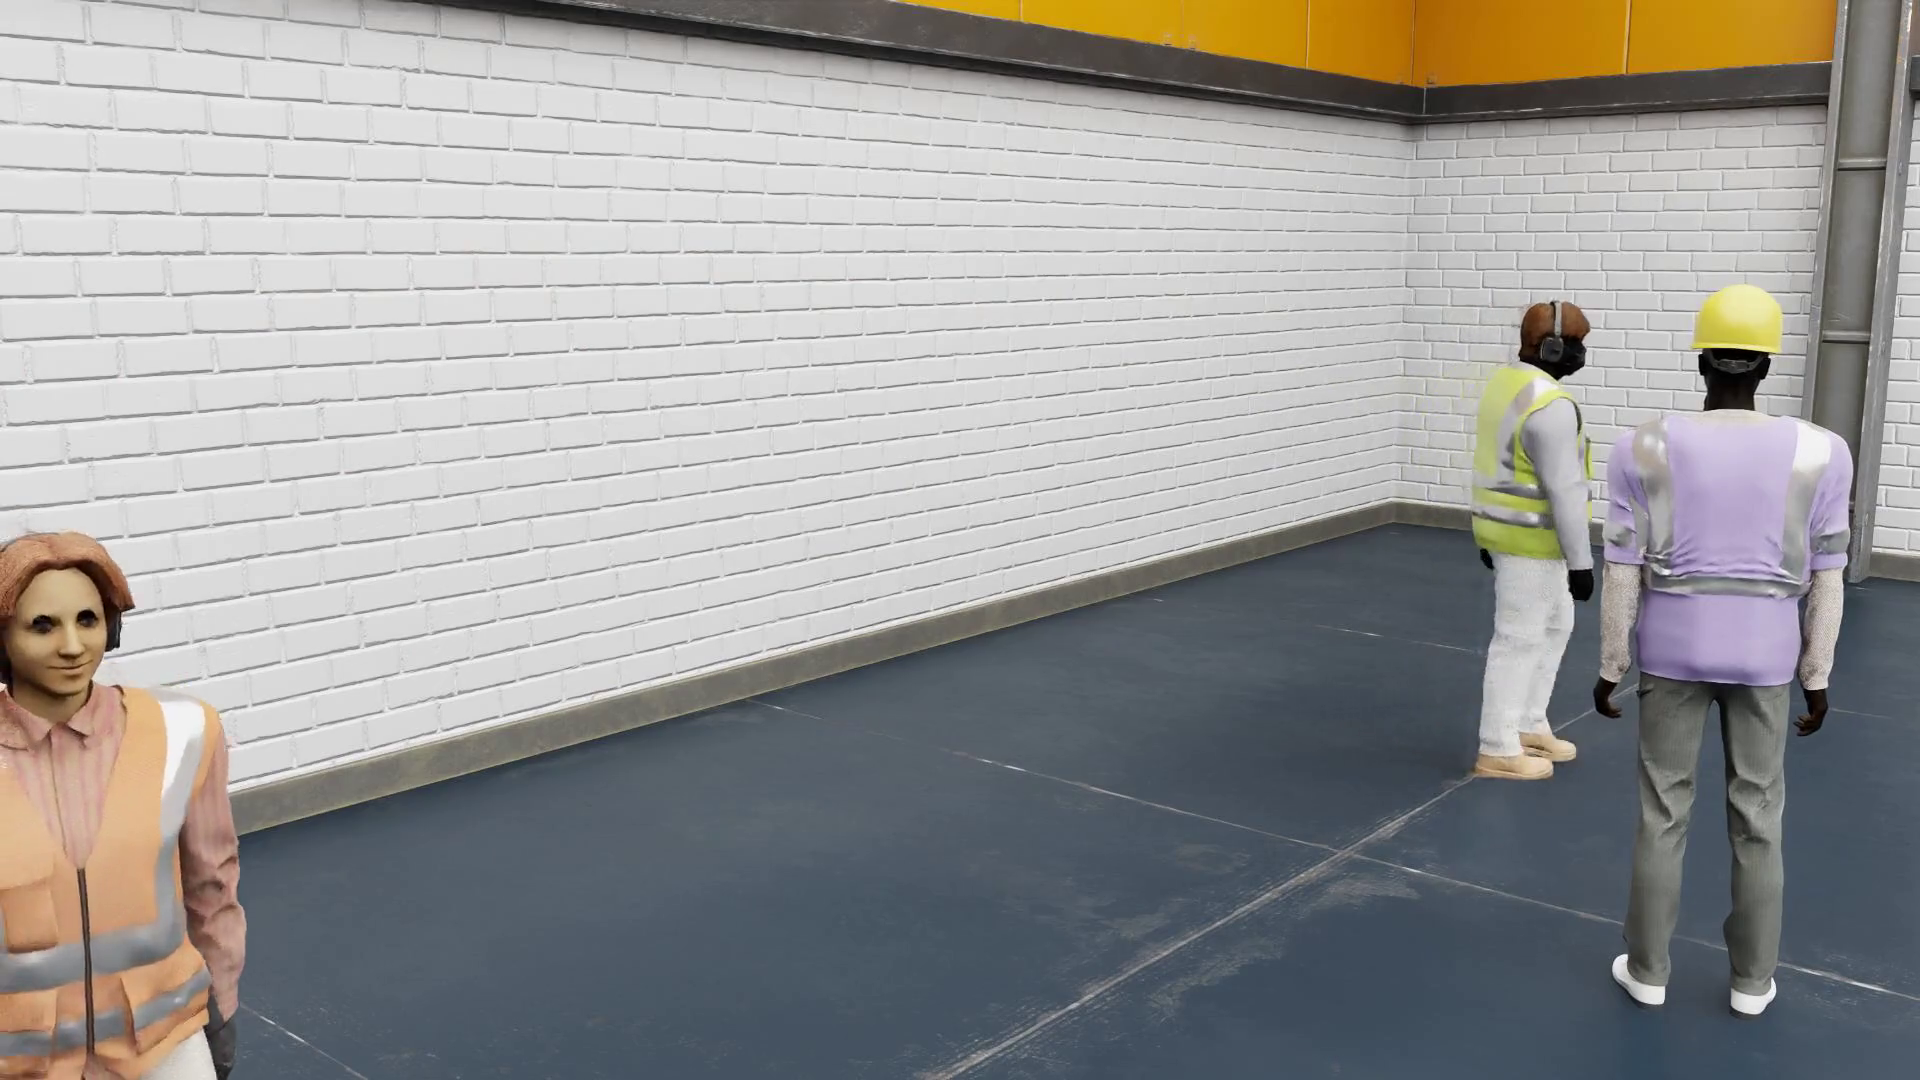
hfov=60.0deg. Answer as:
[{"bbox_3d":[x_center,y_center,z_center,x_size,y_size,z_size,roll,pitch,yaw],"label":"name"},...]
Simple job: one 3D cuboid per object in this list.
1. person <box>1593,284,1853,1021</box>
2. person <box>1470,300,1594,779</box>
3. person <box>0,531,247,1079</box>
[{"bbox_3d":[1.977,0.304,4.370,0.585,1.928,0.370,3,10,18],"label":"person"},{"bbox_3d":[2.242,0.021,6.274,0.603,1.825,0.666,0,10,1],"label":"person"},{"bbox_3d":[-1.275,0.795,2.436,0.512,1.618,0.679,-8,13,-37],"label":"person"}]
